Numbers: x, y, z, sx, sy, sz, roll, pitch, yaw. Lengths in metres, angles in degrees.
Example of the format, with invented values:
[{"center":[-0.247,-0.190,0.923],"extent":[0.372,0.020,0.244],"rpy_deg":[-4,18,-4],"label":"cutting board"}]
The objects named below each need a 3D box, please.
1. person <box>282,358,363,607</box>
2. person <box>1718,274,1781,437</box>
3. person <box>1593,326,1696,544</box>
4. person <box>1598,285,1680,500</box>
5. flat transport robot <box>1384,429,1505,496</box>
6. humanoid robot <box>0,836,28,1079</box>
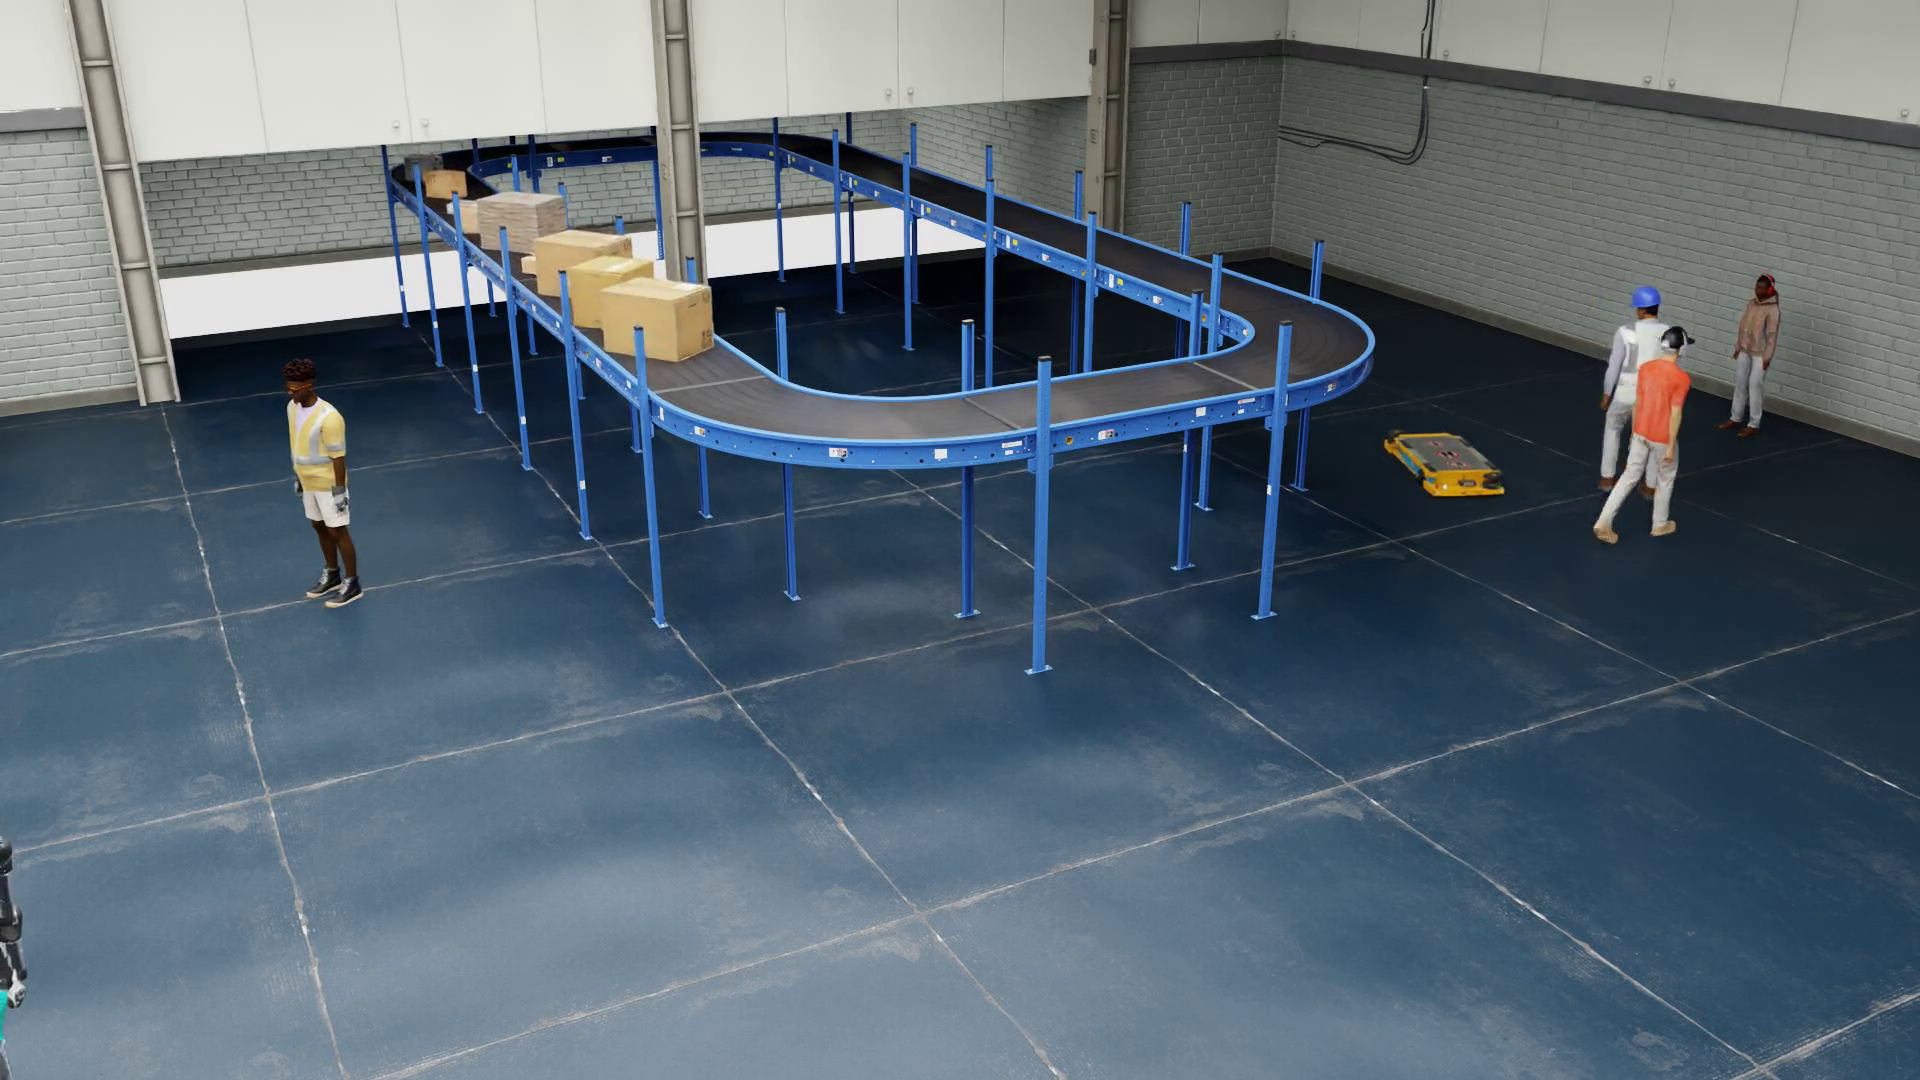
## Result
[{"center":[-4.898,-0.452,12.746],"extent":[0.603,1.958,0.371],"rpy_deg":[17,28,36],"label":"person"},{"center":[7.956,-1.852,16.618],"extent":[0.309,1.647,0.474],"rpy_deg":[-6,23,-14],"label":"person"},{"center":[5.767,-0.864,13.876],"extent":[0.935,1.878,0.499],"rpy_deg":[-14,26,-31],"label":"person"},{"center":[6.105,-1.322,14.941],"extent":[0.660,1.925,0.467],"rpy_deg":[0,22,1],"label":"person"},{"center":[4.552,-0.733,15.686],"extent":[0.659,0.231,1.431],"rpy_deg":[-2,22,-4],"label":"flat transport robot"},{"center":[-4.387,1.954,7.219],"extent":[0.757,1.883,0.541],"rpy_deg":[15,27,33],"label":"humanoid robot"}]
